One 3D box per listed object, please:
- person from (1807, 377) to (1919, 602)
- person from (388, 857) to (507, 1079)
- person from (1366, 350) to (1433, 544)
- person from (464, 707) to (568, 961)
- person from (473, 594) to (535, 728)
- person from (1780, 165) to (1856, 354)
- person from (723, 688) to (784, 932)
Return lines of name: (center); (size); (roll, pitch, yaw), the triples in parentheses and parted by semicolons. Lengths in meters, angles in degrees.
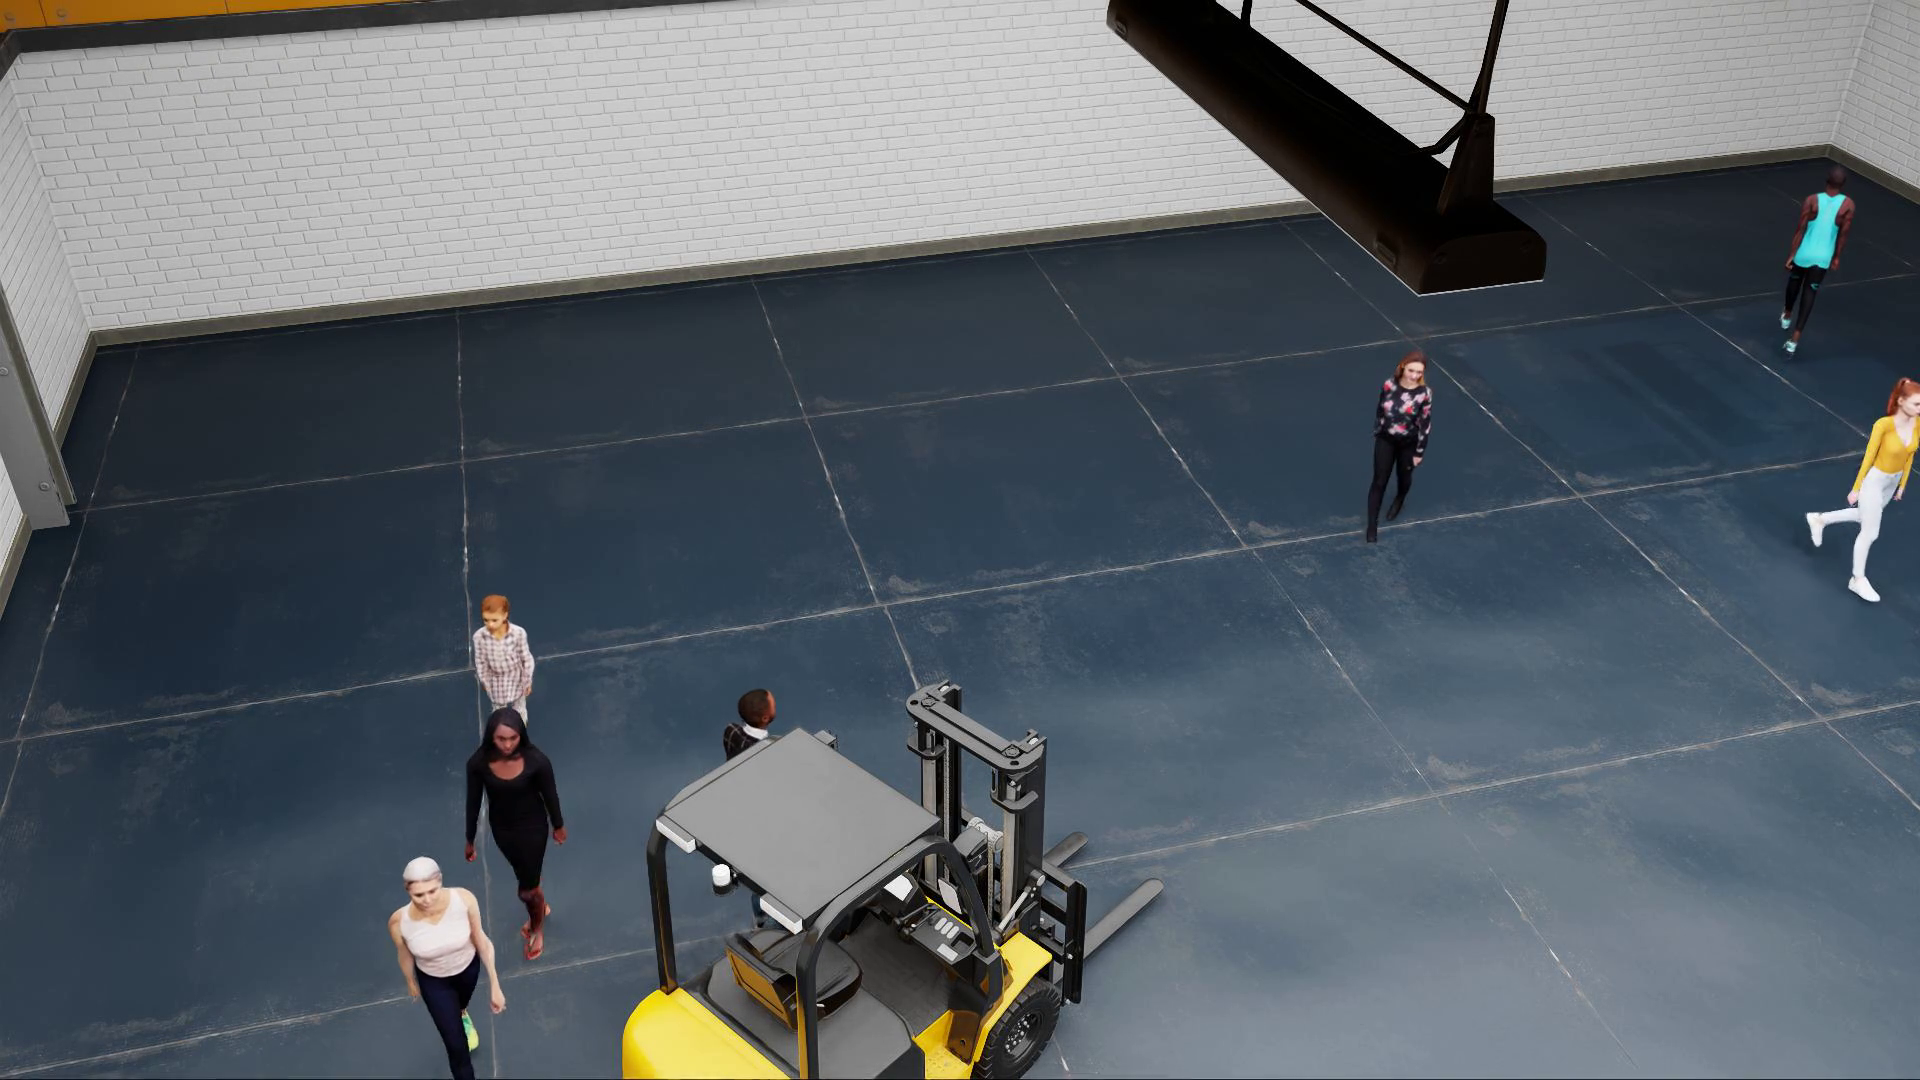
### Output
person: (6.796, -0.451, 12.445); (0.621, 1.730, 1.107); (-10, 35, -15)
person: (-2.631, 2.185, 8.553); (0.833, 1.648, 1.261); (-17, 37, -24)
person: (3.464, -0.813, 13.071); (0.996, 1.641, 1.096); (18, 38, 25)
person: (-2.451, 1.579, 9.413); (0.801, 1.706, 0.820); (6, 34, 10)
person: (-2.952, 0.850, 10.875); (0.534, 1.301, 0.510); (-5, 34, -8)
person: (8.024, -2.603, 15.652); (1.129, 1.765, 1.254); (14, 36, 20)
person: (-1.136, 1.597, 9.286); (0.869, 1.816, 0.758); (-27, 42, -35)
